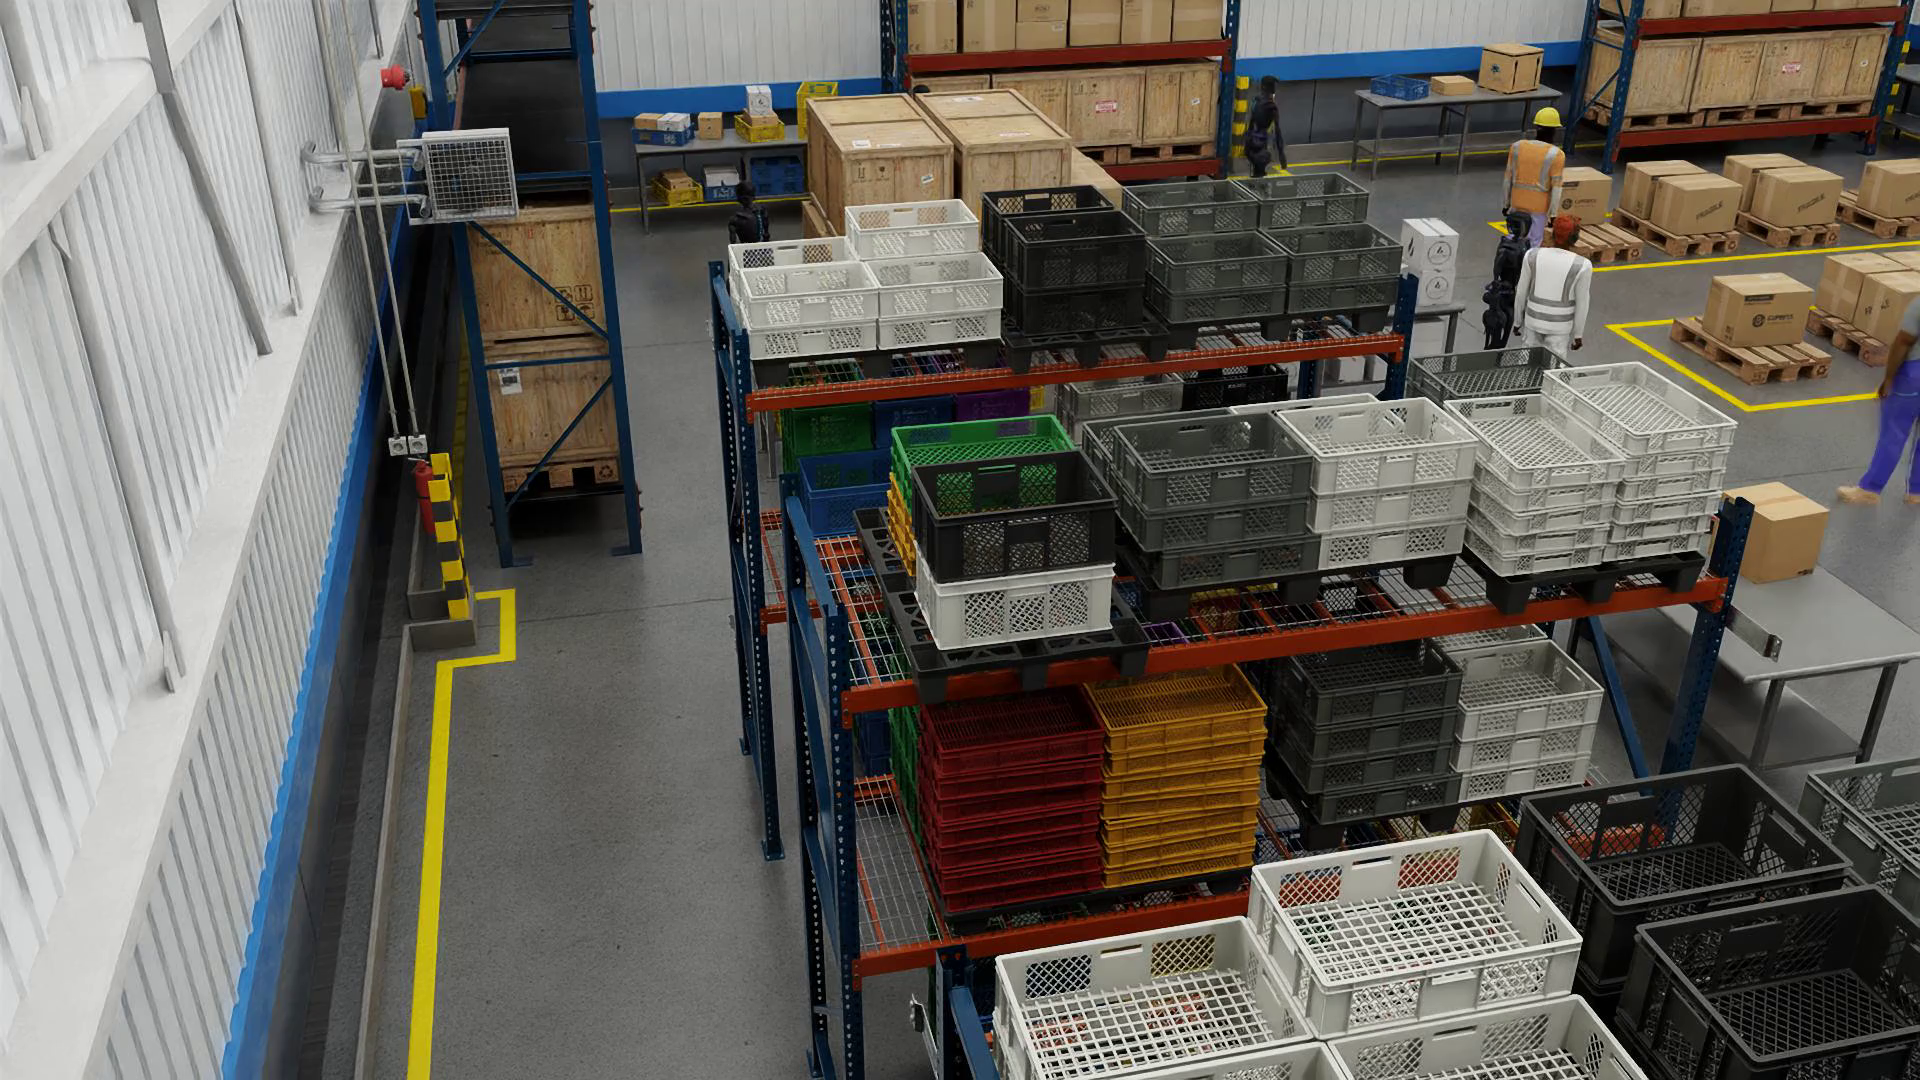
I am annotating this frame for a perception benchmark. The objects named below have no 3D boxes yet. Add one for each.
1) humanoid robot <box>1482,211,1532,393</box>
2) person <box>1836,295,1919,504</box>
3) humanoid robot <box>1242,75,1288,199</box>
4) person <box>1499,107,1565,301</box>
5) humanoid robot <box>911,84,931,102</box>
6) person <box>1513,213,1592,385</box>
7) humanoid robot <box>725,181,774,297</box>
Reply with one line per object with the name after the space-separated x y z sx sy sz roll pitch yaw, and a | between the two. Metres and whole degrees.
4.708 -2.023 14.359 0.314 1.657 0.609 24 36 38 | humanoid robot
7.226 -1.252 12.523 0.862 2.000 0.536 3 28 5 | person
3.516 -4.512 19.120 0.712 1.629 0.603 -7 29 -13 | humanoid robot
5.711 -3.353 16.632 0.591 1.922 0.374 24 36 38 | person
-0.427 -4.256 18.592 0.312 1.660 0.608 18 33 31 | humanoid robot
4.827 -1.754 13.642 0.582 1.881 0.340 19 33 32 | person
-1.904 -2.460 15.191 0.321 1.652 0.603 17 32 29 | humanoid robot
